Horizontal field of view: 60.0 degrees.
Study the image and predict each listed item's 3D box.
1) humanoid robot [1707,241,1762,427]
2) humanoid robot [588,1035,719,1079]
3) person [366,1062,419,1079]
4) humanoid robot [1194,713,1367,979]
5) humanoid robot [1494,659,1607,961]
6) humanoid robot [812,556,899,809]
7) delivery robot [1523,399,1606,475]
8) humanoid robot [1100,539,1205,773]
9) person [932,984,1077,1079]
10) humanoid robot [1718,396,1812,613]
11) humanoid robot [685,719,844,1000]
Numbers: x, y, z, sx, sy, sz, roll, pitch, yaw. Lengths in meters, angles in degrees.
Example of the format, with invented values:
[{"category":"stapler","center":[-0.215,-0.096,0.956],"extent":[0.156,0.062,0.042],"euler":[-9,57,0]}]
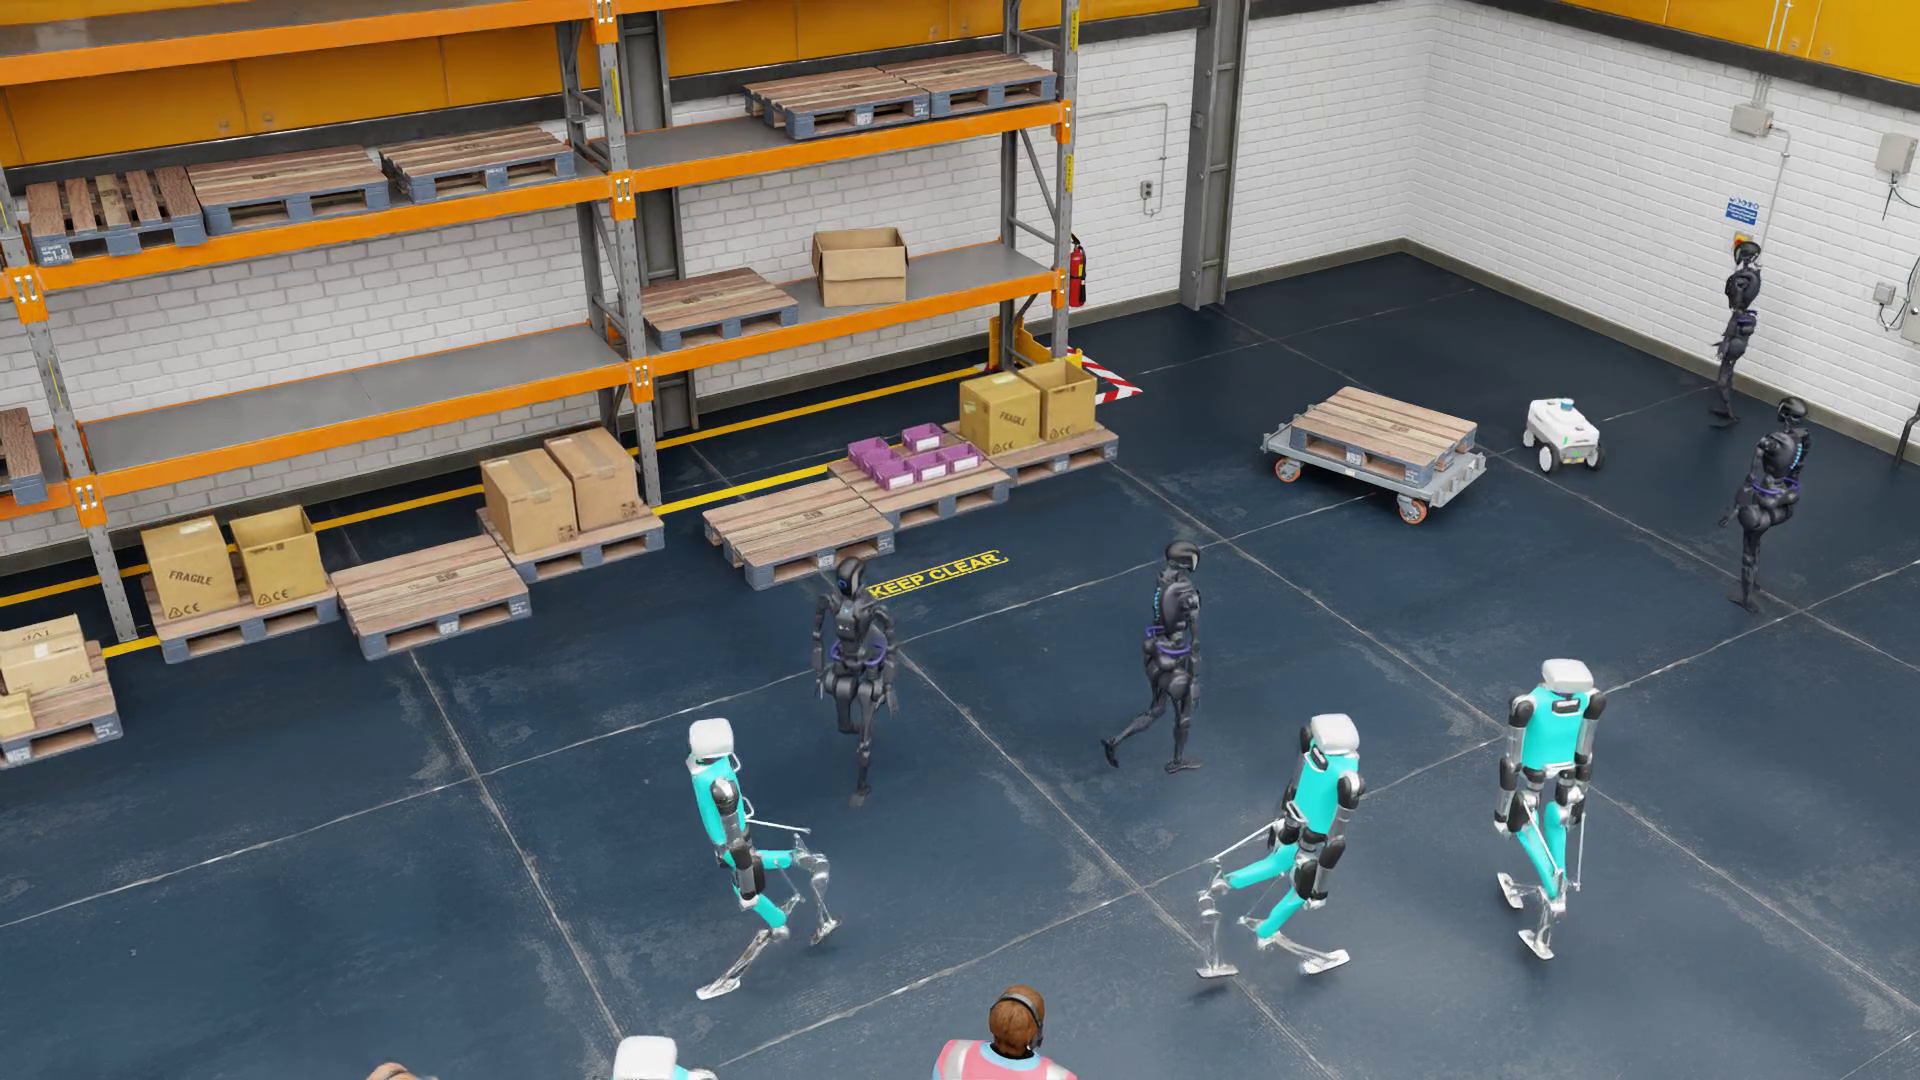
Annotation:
[{"category":"humanoid robot","center":[6.925,-1.844,14.803],"extent":[0.389,1.642,0.590],"euler":[14,32,24]},{"category":"humanoid robot","center":[-1.162,2.825,6.530],"extent":[0.530,1.823,0.743],"euler":[-4,30,-7]},{"category":"person","center":[-2.254,2.699,6.819],"extent":[0.518,1.621,0.484],"euler":[-25,38,-37]},{"category":"humanoid robot","center":[1.571,1.691,8.546],"extent":[1.055,1.756,0.545],"euler":[-8,30,-14]},{"category":"humanoid robot","center":[3.155,1.509,8.820],"extent":[0.546,1.757,0.943],"euler":[-6,30,-11]},{"category":"humanoid robot","center":[-0.596,0.792,10.160],"extent":[0.584,1.640,0.650],"euler":[10,31,17]},{"category":"delivery robot","center":[5.185,-0.915,14.312],"extent":[0.499,0.604,0.808],"euler":[-4,30,-8]},{"category":"humanoid robot","center":[1.225,0.750,10.228],"extent":[0.643,1.630,0.597],"euler":[-10,31,-17]},{"category":"person","center":[0.204,2.565,6.852],"extent":[0.630,1.837,0.431],"euler":[9,31,16]},{"category":"humanoid robot","center":[5.817,-0.269,12.019],"extent":[0.602,1.652,0.387],"euler":[-12,32,-21]},{"category":"humanoid robot","center":[-0.932,1.620,8.679],"extent":[1.038,1.775,0.536],"euler":[-13,32,-22]}]
